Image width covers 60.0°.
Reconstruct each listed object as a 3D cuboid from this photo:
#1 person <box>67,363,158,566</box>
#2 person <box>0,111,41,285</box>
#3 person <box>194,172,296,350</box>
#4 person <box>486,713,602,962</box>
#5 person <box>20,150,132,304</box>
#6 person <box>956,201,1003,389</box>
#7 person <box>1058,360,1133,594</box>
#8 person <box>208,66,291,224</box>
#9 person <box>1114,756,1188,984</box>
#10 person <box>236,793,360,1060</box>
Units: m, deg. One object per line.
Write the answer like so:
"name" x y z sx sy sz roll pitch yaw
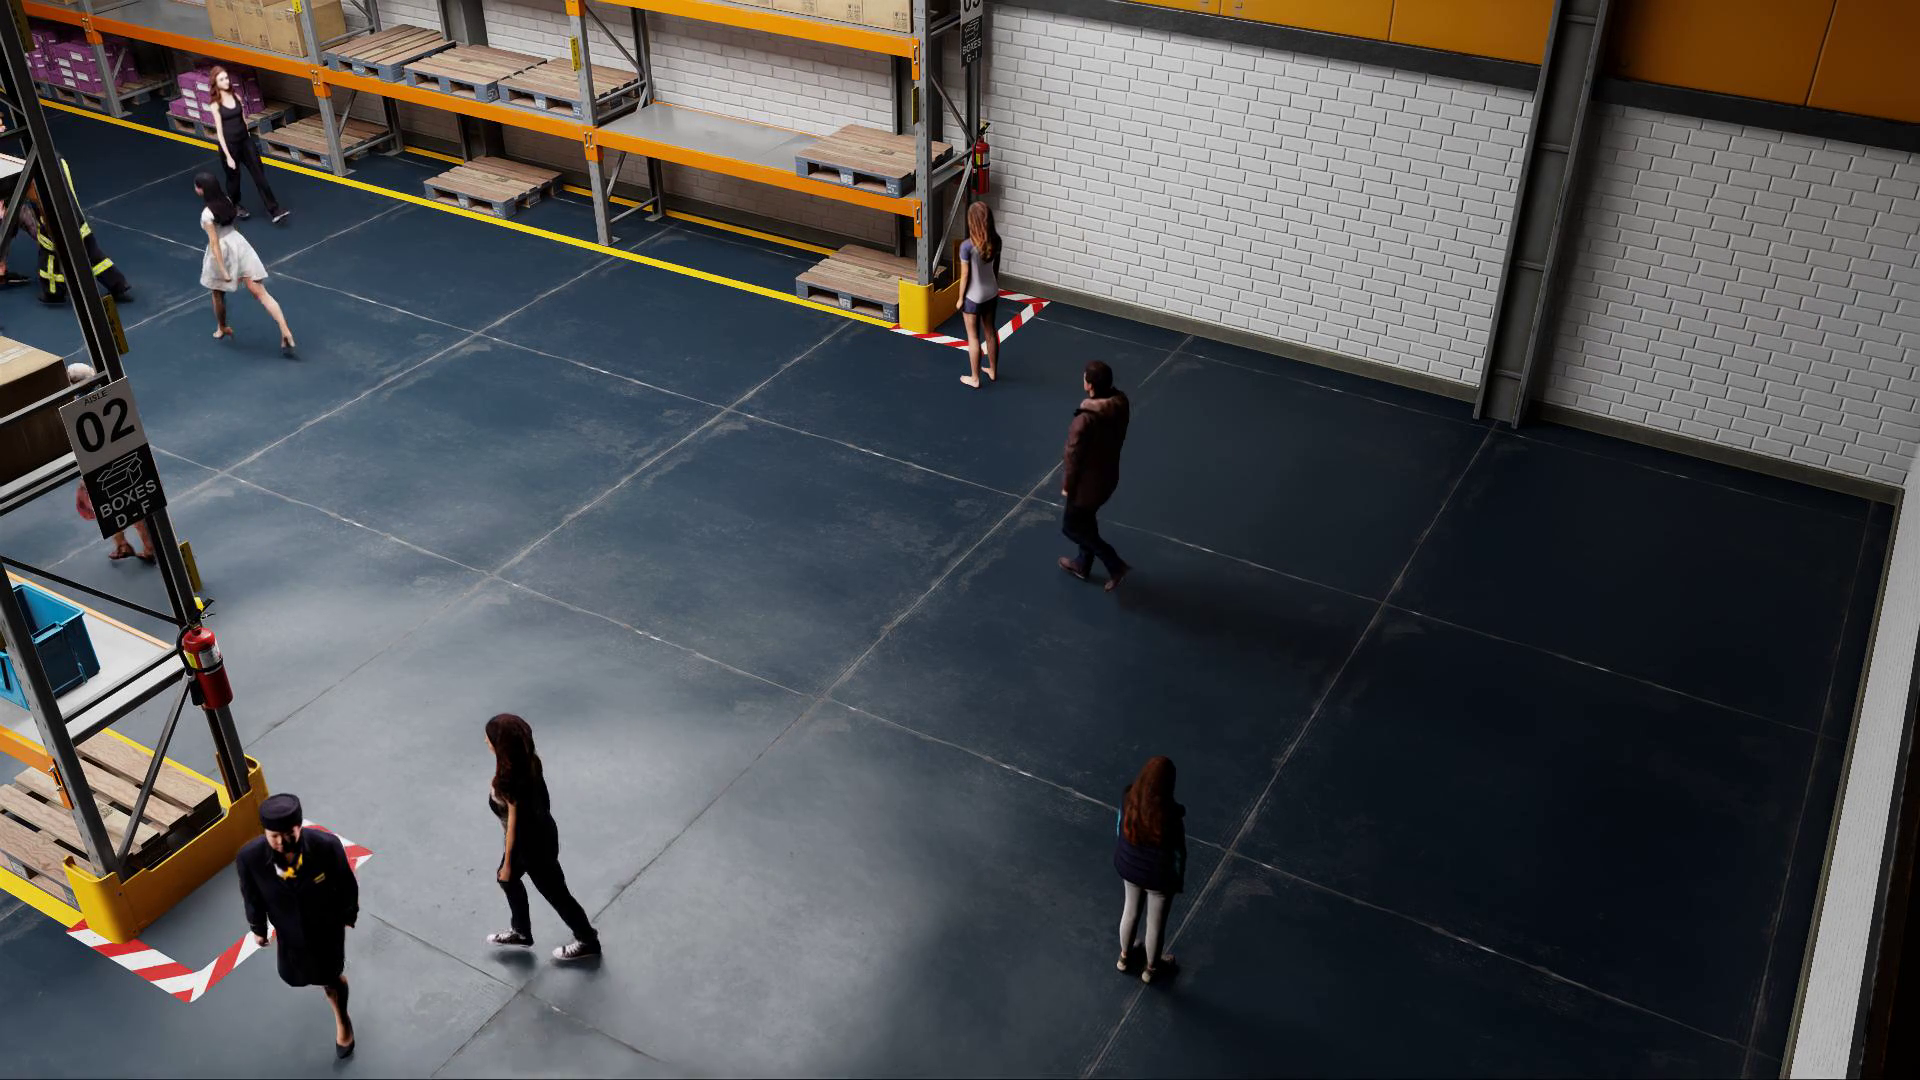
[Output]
"person" -6.229 -0.516 12.319 0.691 1.676 0.636 15 36 21
"person" -9.494 -3.346 16.465 1.254 1.800 1.221 -10 35 -14
"person" -6.589 -2.502 15.270 1.251 1.718 0.702 13 36 19
"person" -2.203 1.648 9.000 0.981 1.747 0.897 -6 34 -9
"person" -8.635 -3.129 16.107 1.260 1.834 1.046 4 34 6
"person" 0.185 -2.180 14.771 0.670 1.733 0.663 -24 40 -31
"person" 1.012 -0.415 12.028 0.962 1.829 0.811 23 40 30
"person" -7.850 -4.230 17.892 1.108 1.693 0.639 19 38 26
"person" 1.023 1.785 9.015 0.555 1.501 0.664 24 40 31
"person" -3.378 1.937 8.645 0.962 1.657 1.017 -7 34 -10
